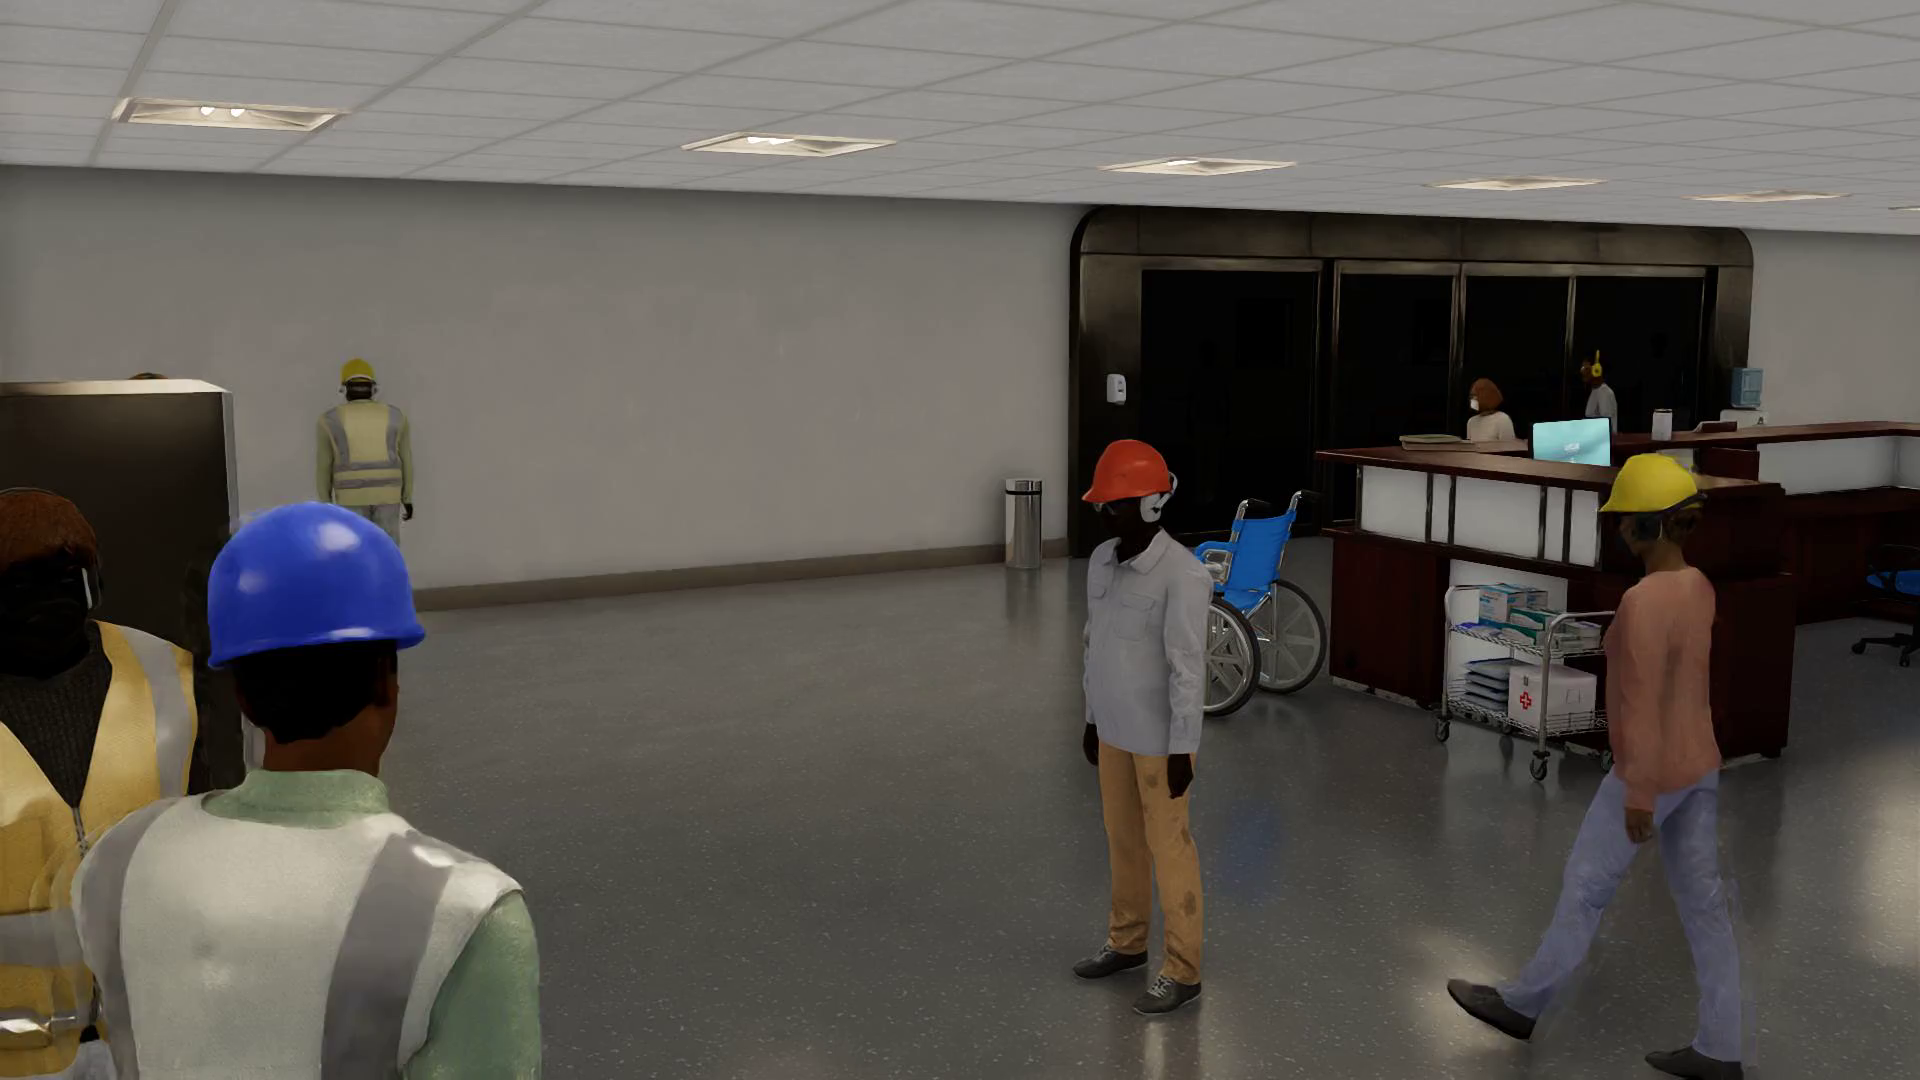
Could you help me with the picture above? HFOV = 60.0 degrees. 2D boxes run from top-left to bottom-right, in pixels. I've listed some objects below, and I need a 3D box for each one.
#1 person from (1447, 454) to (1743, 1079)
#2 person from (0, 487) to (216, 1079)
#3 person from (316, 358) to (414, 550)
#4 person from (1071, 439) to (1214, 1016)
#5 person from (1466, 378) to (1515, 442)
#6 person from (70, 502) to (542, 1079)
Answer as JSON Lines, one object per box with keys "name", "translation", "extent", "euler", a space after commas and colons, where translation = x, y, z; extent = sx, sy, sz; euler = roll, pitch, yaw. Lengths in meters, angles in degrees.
{"name": "person", "translation": [1.845, 0.624, 4.667], "extent": [0.555, 1.724, 0.854], "euler": [-8, 11, -44]}
{"name": "person", "translation": [-1.546, 0.824, 2.842], "extent": [0.429, 1.839, 0.635], "euler": [7, 11, 42]}
{"name": "person", "translation": [-3.919, -0.283, 10.951], "extent": [0.609, 1.809, 0.441], "euler": [-4, 9, -26]}
{"name": "person", "translation": [0.533, 0.561, 5.097], "extent": [0.361, 1.742, 0.563], "euler": [-4, 9, -29]}
{"name": "person", "translation": [3.979, -0.413, 12.582], "extent": [0.417, 1.611, 0.526], "euler": [-2, 8, -17]}
{"name": "person", "translation": [-0.715, 0.915, 1.907], "extent": [0.635, 1.913, 0.656], "euler": [3, 8, 19]}
